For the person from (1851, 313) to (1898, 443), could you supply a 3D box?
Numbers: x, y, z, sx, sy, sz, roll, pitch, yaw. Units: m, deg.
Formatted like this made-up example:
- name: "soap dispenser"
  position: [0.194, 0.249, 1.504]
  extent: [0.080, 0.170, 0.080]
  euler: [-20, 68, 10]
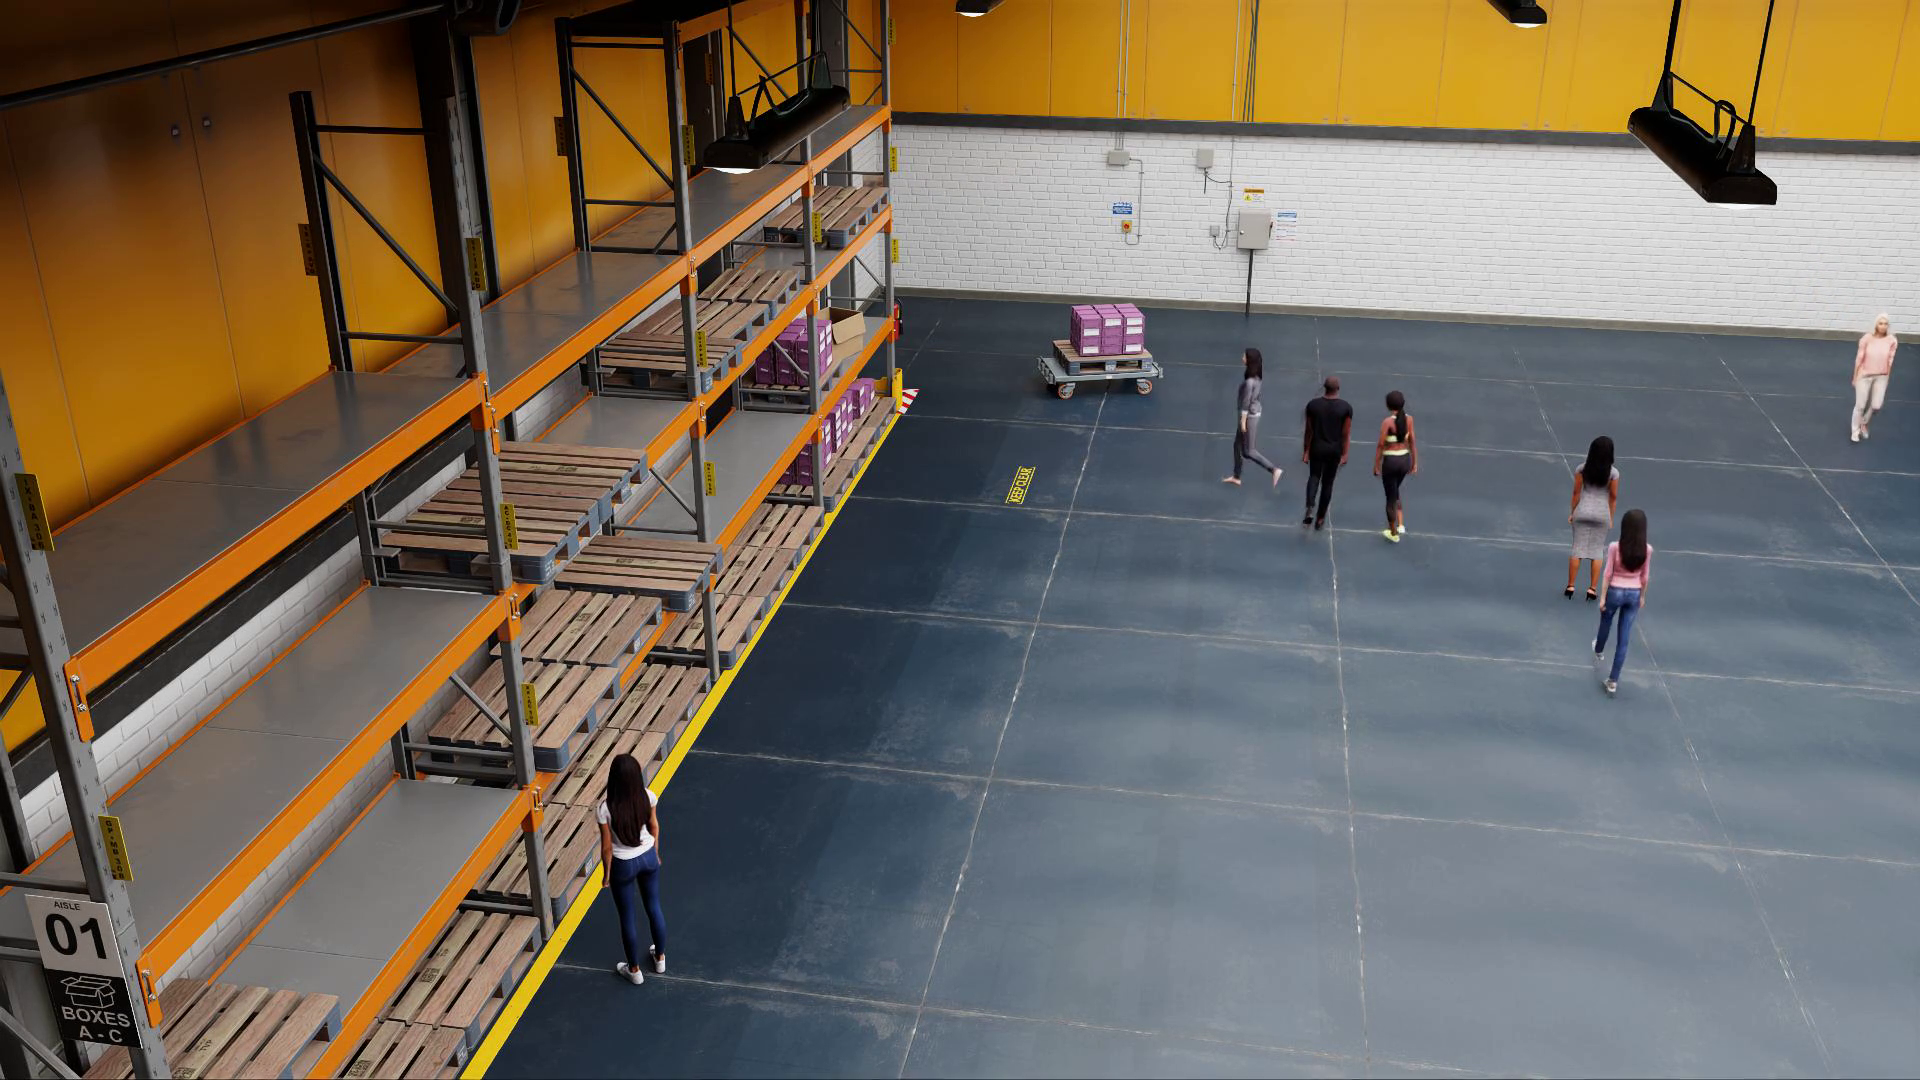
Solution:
- name: "person"
  position: [11.761, -2.122, 21.484]
  extent: [0.627, 1.714, 0.620]
  euler: [6, 24, 14]

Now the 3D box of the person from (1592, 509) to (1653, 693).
- name: "person"
  position: [6.117, 0.583, 15.322]
  extent: [0.592, 1.694, 1.112]
  euler: [4, 24, 9]

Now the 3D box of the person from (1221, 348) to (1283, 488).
- name: "person"
  position: [3.527, -1.412, 19.834]
  extent: [0.844, 1.736, 1.012]
  euler: [12, 26, 25]

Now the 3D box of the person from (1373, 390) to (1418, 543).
- name: "person"
  position: [4.849, -0.768, 18.368]
  extent: [0.717, 1.730, 0.736]
  euler: [-5, 24, -12]

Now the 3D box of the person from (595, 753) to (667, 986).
- name: "person"
  position: [-2.237, 2.245, 11.419]
  extent: [0.658, 1.775, 0.720]
  euler: [-16, 28, -32]

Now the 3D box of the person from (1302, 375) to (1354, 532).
- name: "person"
  position: [4.090, -0.947, 18.678]
  extent: [0.741, 1.810, 0.781]
  euler: [9, 25, 20]

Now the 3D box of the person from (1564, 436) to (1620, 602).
- name: "person"
  position: [6.472, -0.215, 17.039]
  extent: [0.635, 1.781, 0.600]
  euler: [11, 26, 23]
